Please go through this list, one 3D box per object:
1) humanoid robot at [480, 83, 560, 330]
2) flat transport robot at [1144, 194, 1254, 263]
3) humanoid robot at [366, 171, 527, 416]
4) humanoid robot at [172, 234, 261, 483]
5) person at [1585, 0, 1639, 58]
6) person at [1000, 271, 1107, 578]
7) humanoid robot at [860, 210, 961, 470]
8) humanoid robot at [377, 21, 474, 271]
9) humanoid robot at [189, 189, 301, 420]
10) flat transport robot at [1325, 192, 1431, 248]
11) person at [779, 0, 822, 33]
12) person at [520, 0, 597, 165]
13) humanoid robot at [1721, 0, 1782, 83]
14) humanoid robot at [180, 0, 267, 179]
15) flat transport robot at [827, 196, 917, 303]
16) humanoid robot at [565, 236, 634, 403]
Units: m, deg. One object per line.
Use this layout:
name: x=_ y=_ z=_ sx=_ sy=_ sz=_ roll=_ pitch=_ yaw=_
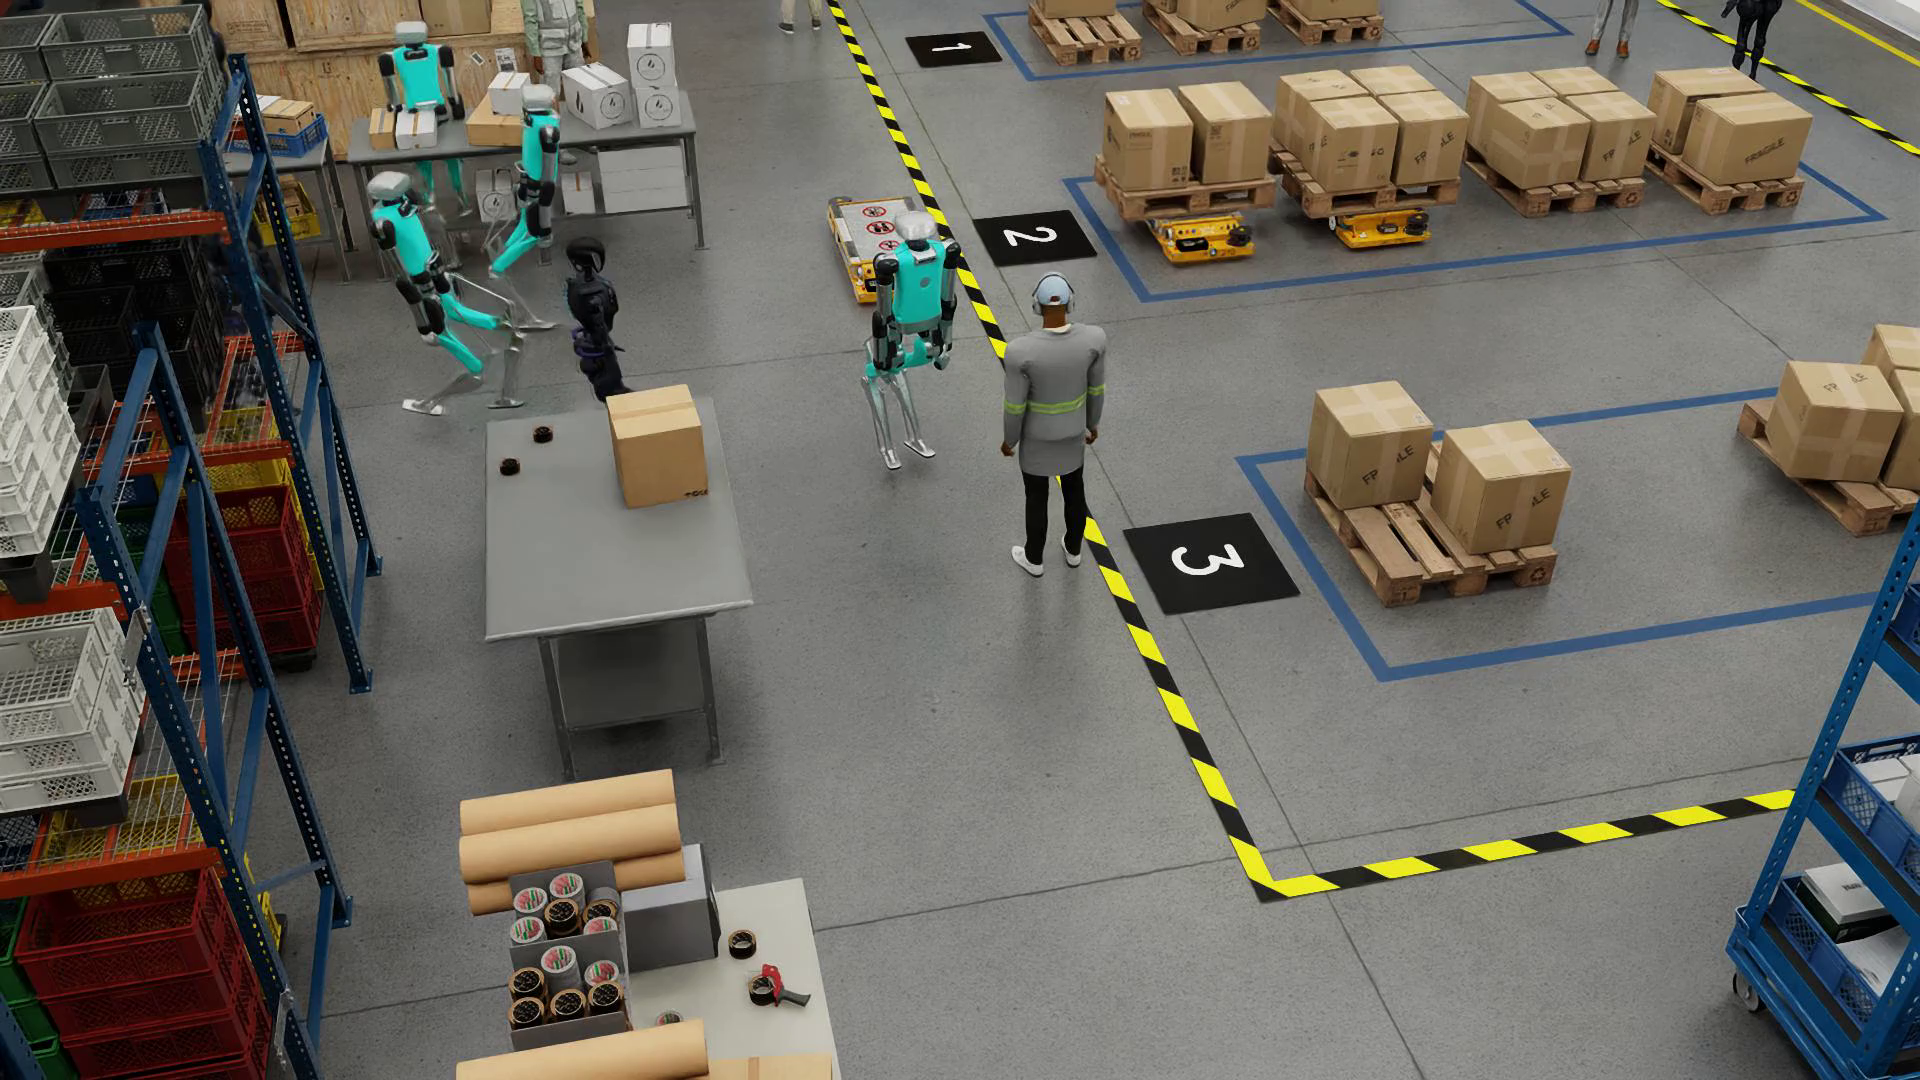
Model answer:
humanoid robot: x=-3.012 y=-2.149 z=11.238 sx=0.795 sy=1.804 sz=0.548 roll=-17 pitch=40 yaw=-21
flat transport robot: x=1.749 y=-2.607 z=13.035 sx=0.652 sy=0.197 sz=1.431 roll=-8 pitch=37 yaw=-10
humanoid robot: x=-3.080 y=-1.435 z=10.261 sx=1.004 sy=1.721 sz=0.531 roll=2 pitch=37 yaw=2
humanoid robot: x=-4.373 y=-1.068 z=9.804 sx=0.346 sy=1.644 sz=0.584 roll=-16 pitch=39 yaw=-20
person: x=6.289 y=-5.462 z=15.542 sx=0.586 sy=1.883 sz=0.386 roll=11 pitch=38 yaw=15
person: x=0.493 y=-0.622 z=9.068 sx=0.587 sy=1.847 sz=0.397 roll=-11 pitch=38 yaw=-15
humanoid robot: x=-0.363 y=-1.242 z=9.884 sx=0.533 sy=1.673 sz=0.735 roll=-18 pitch=40 yaw=-23
humanoid robot: x=-3.800 y=-2.789 z=12.120 sx=0.539 sy=1.767 sz=0.927 roll=-14 pitch=39 yaw=-18
humanoid robot: x=-4.425 y=-1.448 z=10.320 sx=0.408 sy=1.652 sz=0.596 roll=26 pitch=44 yaw=30
flat transport robot: x=3.134 y=-2.740 z=13.213 sx=0.652 sy=0.197 sz=1.431 roll=-8 pitch=37 yaw=-10
person: x=-1.605 y=-5.821 z=16.123 sx=0.572 sy=1.761 sz=0.406 roll=-13 pitch=38 yaw=-16
person: x=-3.269 y=-4.048 z=13.598 sx=0.412 sy=1.939 sz=0.602 roll=26 pitch=44 yaw=30
humanoid robot: x=7.166 y=-4.883 z=14.926 sx=0.599 sy=1.655 sz=0.315 roll=-15 pitch=39 yaw=-19
humanoid robot: x=-5.868 y=-3.470 z=13.076 sx=0.748 sy=1.643 sz=0.591 roll=-9 pitch=38 yaw=-12
flat transport robot: x=-0.570 y=-2.220 z=12.538 sx=0.659 sy=0.231 sz=1.431 roll=-8 pitch=37 yaw=-10
humanoid robot: x=-2.092 y=-1.054 z=9.798 sx=0.457 sy=1.645 sz=0.607 roll=-12 pitch=38 yaw=-16
